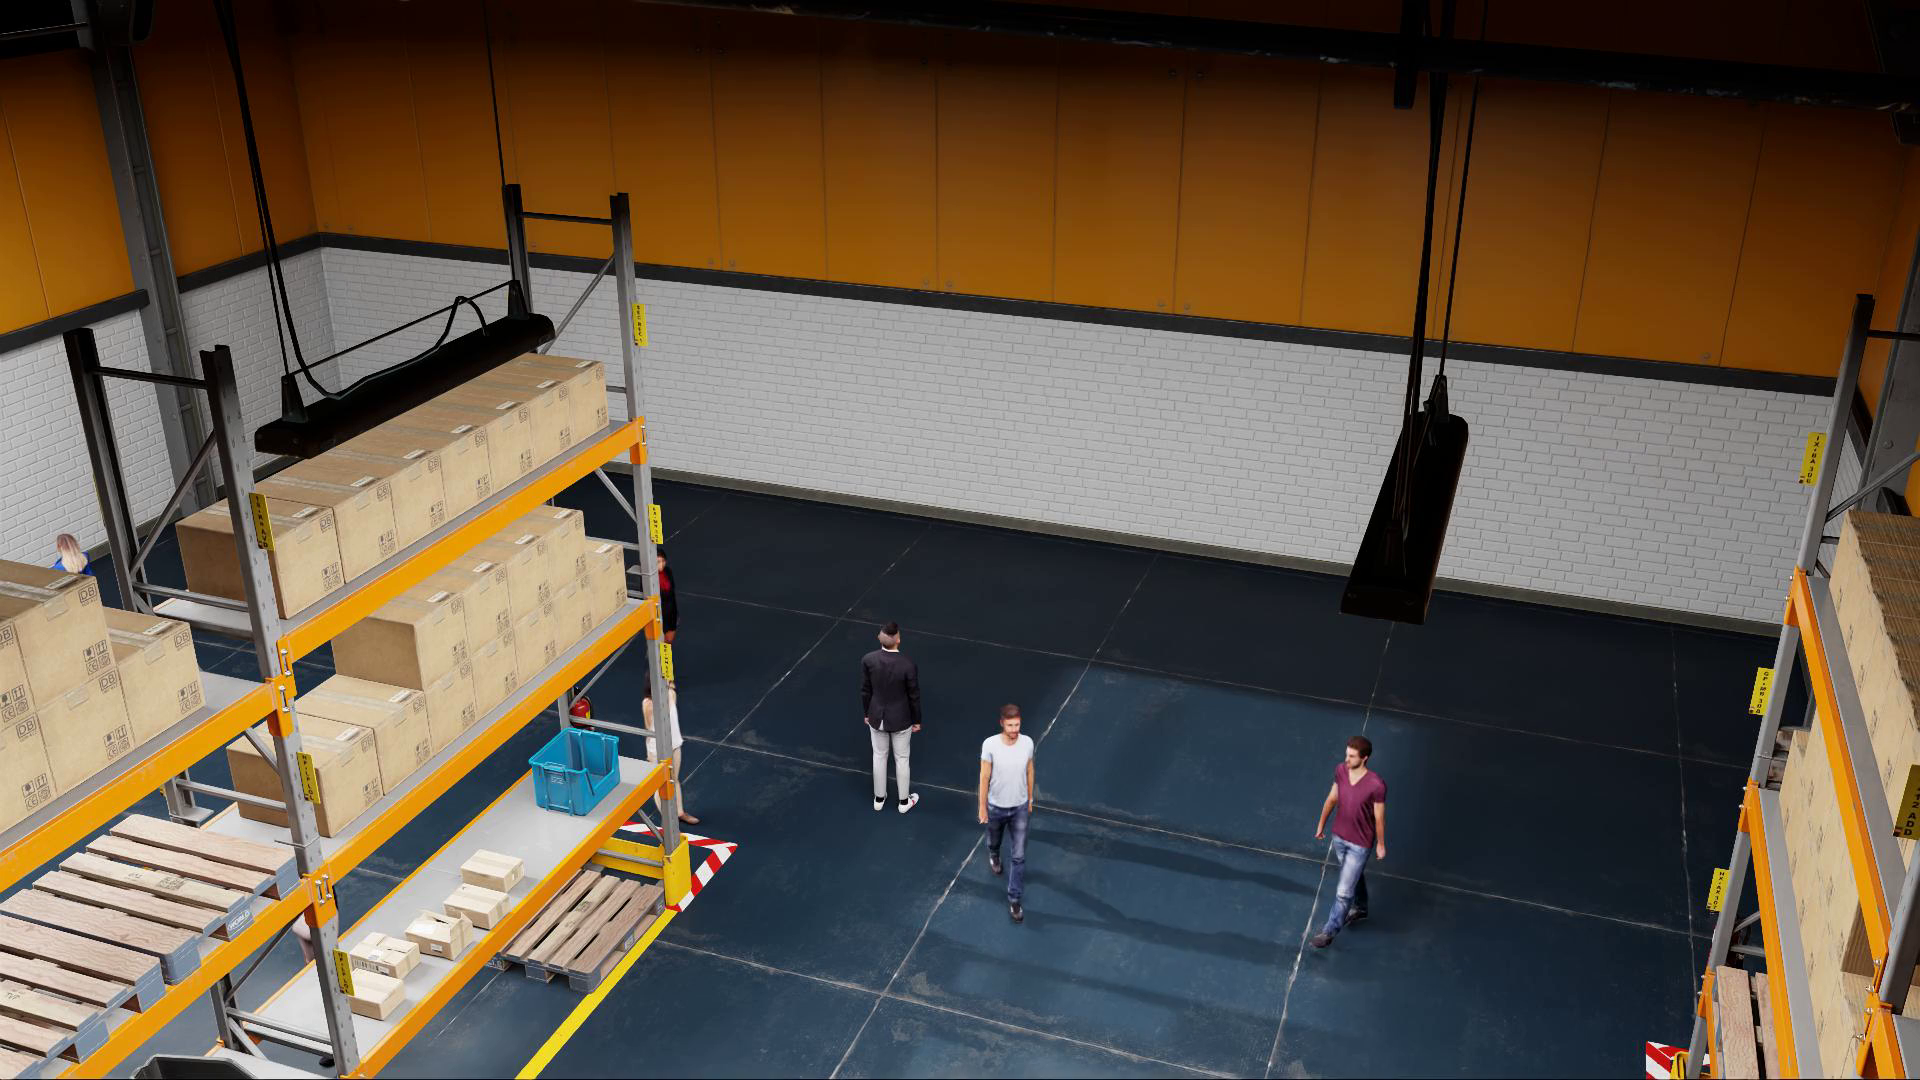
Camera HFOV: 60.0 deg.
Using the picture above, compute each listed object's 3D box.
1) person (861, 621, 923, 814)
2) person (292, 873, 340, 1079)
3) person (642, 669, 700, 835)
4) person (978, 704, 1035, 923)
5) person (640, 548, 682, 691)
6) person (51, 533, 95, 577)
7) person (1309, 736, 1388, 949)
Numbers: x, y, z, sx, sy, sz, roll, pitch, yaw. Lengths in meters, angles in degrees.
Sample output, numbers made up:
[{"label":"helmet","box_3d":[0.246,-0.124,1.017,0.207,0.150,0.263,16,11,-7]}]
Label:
[{"label":"person","box_3d":[-0.634,1.587,15.180,0.729,1.950,0.606,6,24,13]},{"label":"person","box_3d":[-4.544,3.093,11.993,0.649,1.745,0.624,17,29,33]},{"label":"person","box_3d":[-2.677,1.849,14.951,0.588,1.654,0.644,-15,28,-30]},{"label":"person","box_3d":[0.372,2.188,13.949,0.973,1.835,1.250,-2,24,-5]},{"label":"person","box_3d":[-3.154,0.815,17.347,0.722,1.630,0.642,21,31,40]},{"label":"person","box_3d":[-9.249,0.716,17.484,0.674,1.701,0.478,8,25,17]},{"label":"person","box_3d":[3.263,2.390,13.509,1.160,1.817,1.053,-14,27,-30]}]
